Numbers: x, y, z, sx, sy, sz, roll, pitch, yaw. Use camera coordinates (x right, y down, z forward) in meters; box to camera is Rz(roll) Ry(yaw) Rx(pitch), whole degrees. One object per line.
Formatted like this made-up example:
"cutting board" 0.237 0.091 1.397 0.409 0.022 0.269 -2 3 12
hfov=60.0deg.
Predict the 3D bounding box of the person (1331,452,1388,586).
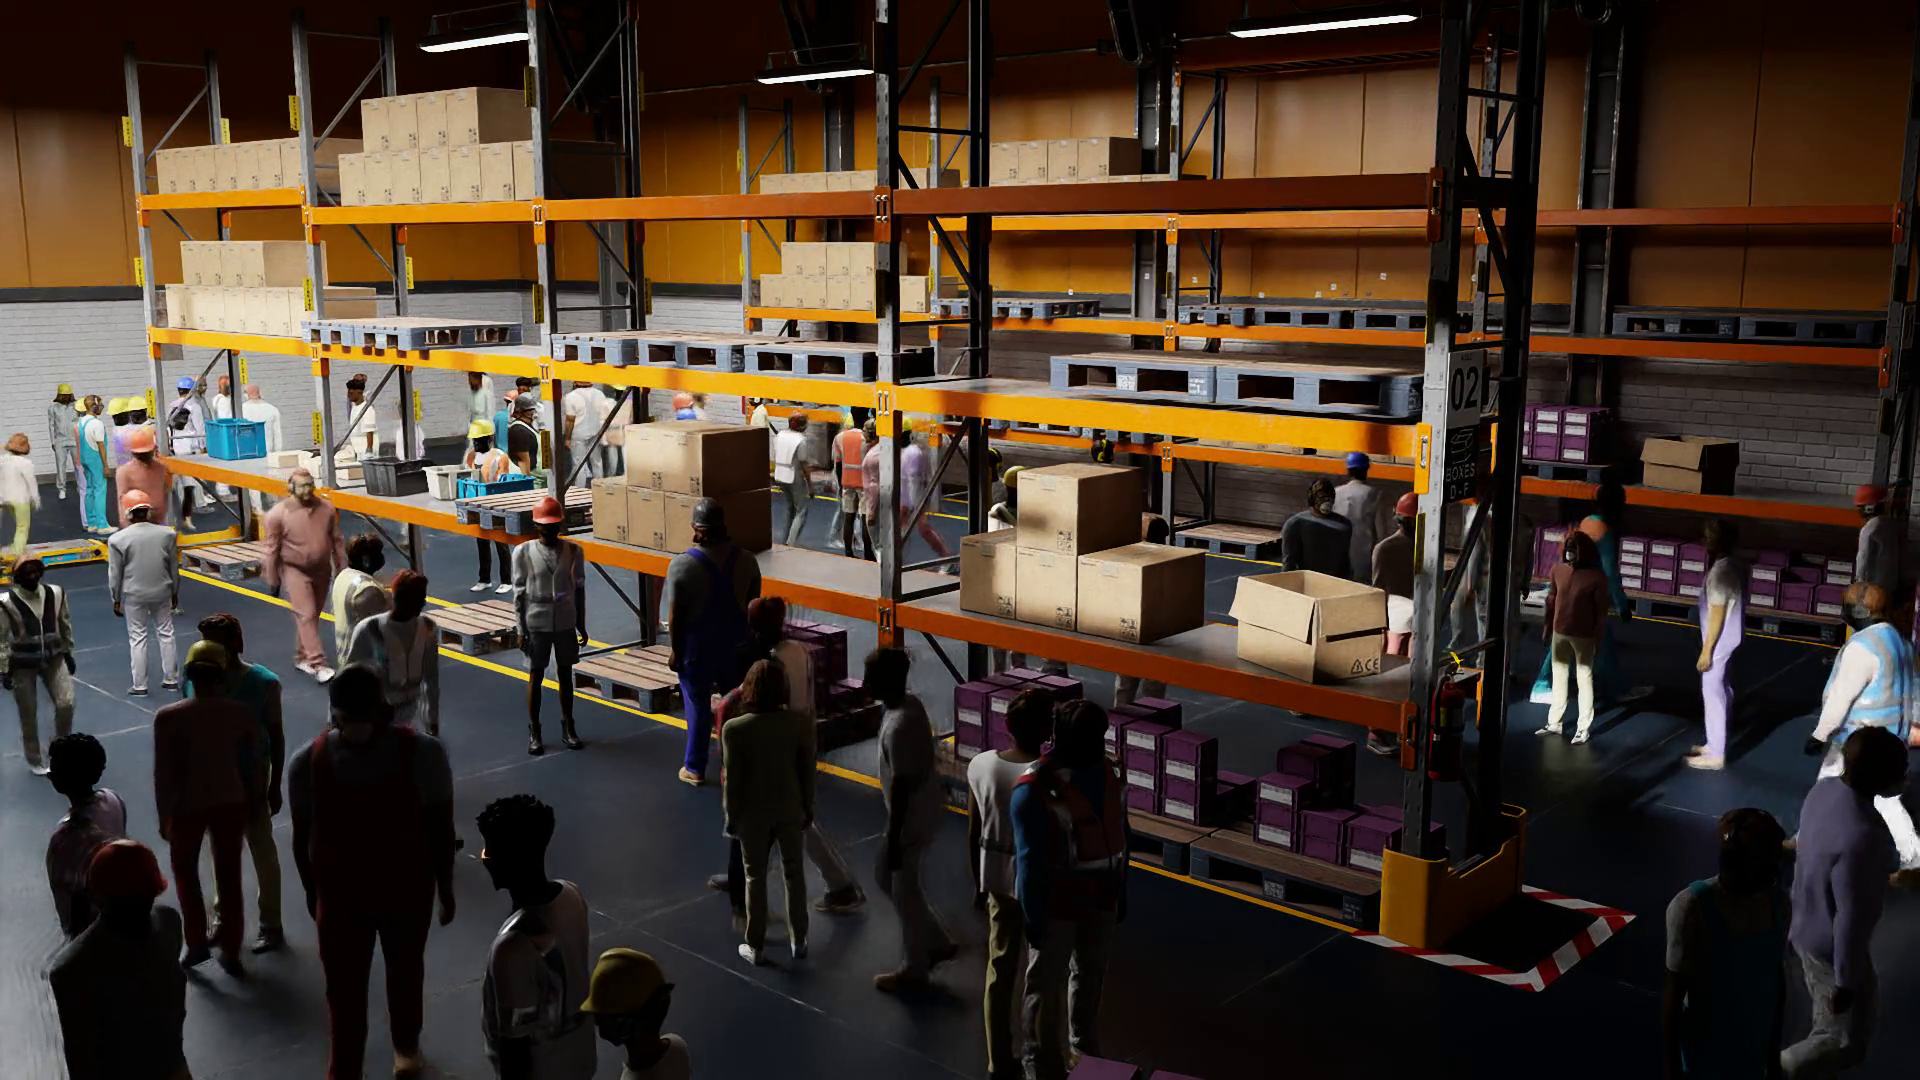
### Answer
"person" 3.617 0.135 15.262 0.637 1.916 0.490 8 13 38

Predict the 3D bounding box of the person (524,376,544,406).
"person" -7.190 -2.022 27.985 0.494 1.738 0.322 1 10 7

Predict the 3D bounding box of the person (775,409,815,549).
"person" -2.058 -0.701 20.285 0.492 1.815 0.637 -7 12 -35

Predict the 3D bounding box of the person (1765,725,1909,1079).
"person" 3.483 1.646 6.757 0.650 1.913 0.643 2 10 11

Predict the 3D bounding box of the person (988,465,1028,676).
"person" 0.468 0.305 14.331 0.400 1.916 0.589 9 13 40

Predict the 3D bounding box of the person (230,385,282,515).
"person" -9.813 -1.235 23.195 0.638 1.855 0.933 -5 11 -27

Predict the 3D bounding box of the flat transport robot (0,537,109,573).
"flat transport robot" -10.784 0.173 19.715 1.431 0.197 0.652 -9 14 -42

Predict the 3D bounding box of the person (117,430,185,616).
"person" -8.245 -0.162 16.860 0.797 1.941 0.639 6 12 30

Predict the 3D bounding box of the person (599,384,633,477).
"person" -4.981 -1.452 24.382 0.595 1.871 1.003 -4 11 -23

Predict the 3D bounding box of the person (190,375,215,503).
"person" -11.175 -1.479 24.483 0.401 1.893 0.656 -3 11 -19

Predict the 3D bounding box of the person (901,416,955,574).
"person" -0.510 -0.488 18.957 0.993 1.883 0.602 -4 11 -22

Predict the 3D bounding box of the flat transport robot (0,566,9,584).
"flat transport robot" -11.292 0.342 18.761 0.652 0.197 1.431 -9 14 -42

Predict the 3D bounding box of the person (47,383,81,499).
"person" -13.383 -1.485 24.960 0.484 1.735 0.341 -6 12 -32

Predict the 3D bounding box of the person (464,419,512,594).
"person" -5.156 -0.364 18.112 0.585 1.917 0.409 4 11 22

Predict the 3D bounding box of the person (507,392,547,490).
"person" -5.152 -0.764 20.009 0.538 2.000 0.685 -3 10 -15

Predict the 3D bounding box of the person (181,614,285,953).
"person" -3.892 1.290 8.946 0.568 1.845 0.386 2 10 9

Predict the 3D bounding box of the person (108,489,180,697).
"person" -6.876 0.442 14.023 0.349 1.745 0.566 10 14 43

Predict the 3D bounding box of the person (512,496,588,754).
"person" -3.049 0.629 12.425 0.542 1.939 0.364 -5 11 -25

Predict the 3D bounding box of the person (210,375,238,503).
"person" -10.925 -1.487 24.574 0.497 1.872 0.692 -7 12 -34

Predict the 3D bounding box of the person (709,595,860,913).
"person" -1.005 1.208 9.466 0.989 1.836 0.577 3 11 18

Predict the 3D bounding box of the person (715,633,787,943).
"person" -1.122 1.339 9.120 0.339 1.703 0.537 6 12 31

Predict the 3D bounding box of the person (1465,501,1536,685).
"person" 4.627 0.350 14.304 0.600 1.829 0.404 -2 10 -9

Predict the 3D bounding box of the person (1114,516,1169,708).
"person" 1.365 0.733 12.159 0.633 1.831 0.429 9 13 41

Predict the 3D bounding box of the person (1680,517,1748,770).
"person" 5.487 0.745 12.041 0.337 1.844 0.521 8 13 37

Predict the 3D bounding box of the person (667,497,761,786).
"person" -1.770 0.699 11.737 0.688 2.000 0.539 -6 12 -31

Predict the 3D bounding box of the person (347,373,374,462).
"person" -10.108 -1.992 28.090 0.523 1.638 0.310 4 11 19

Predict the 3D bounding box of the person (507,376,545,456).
"person" -6.084 -1.311 23.312 0.613 1.965 0.361 3 10 17

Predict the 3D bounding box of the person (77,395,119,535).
"person" -11.358 -0.989 21.861 0.504 1.839 0.342 7 12 35

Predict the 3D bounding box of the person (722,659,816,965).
"person" -1.002 1.427 8.768 0.498 1.636 0.286 -4 11 -20

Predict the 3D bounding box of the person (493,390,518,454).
"person" -6.373 -1.271 23.742 0.575 1.736 0.355 5 11 25

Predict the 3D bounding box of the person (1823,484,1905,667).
"person" 8.086 0.373 14.543 0.797 1.709 0.564 9 13 41

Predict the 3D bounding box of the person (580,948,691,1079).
"person" -0.936 2.051 4.914 0.340 1.754 0.533 1 10 7

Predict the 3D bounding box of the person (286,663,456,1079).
"person" -2.538 1.496 7.231 0.692 2.000 1.002 -4 11 -19
